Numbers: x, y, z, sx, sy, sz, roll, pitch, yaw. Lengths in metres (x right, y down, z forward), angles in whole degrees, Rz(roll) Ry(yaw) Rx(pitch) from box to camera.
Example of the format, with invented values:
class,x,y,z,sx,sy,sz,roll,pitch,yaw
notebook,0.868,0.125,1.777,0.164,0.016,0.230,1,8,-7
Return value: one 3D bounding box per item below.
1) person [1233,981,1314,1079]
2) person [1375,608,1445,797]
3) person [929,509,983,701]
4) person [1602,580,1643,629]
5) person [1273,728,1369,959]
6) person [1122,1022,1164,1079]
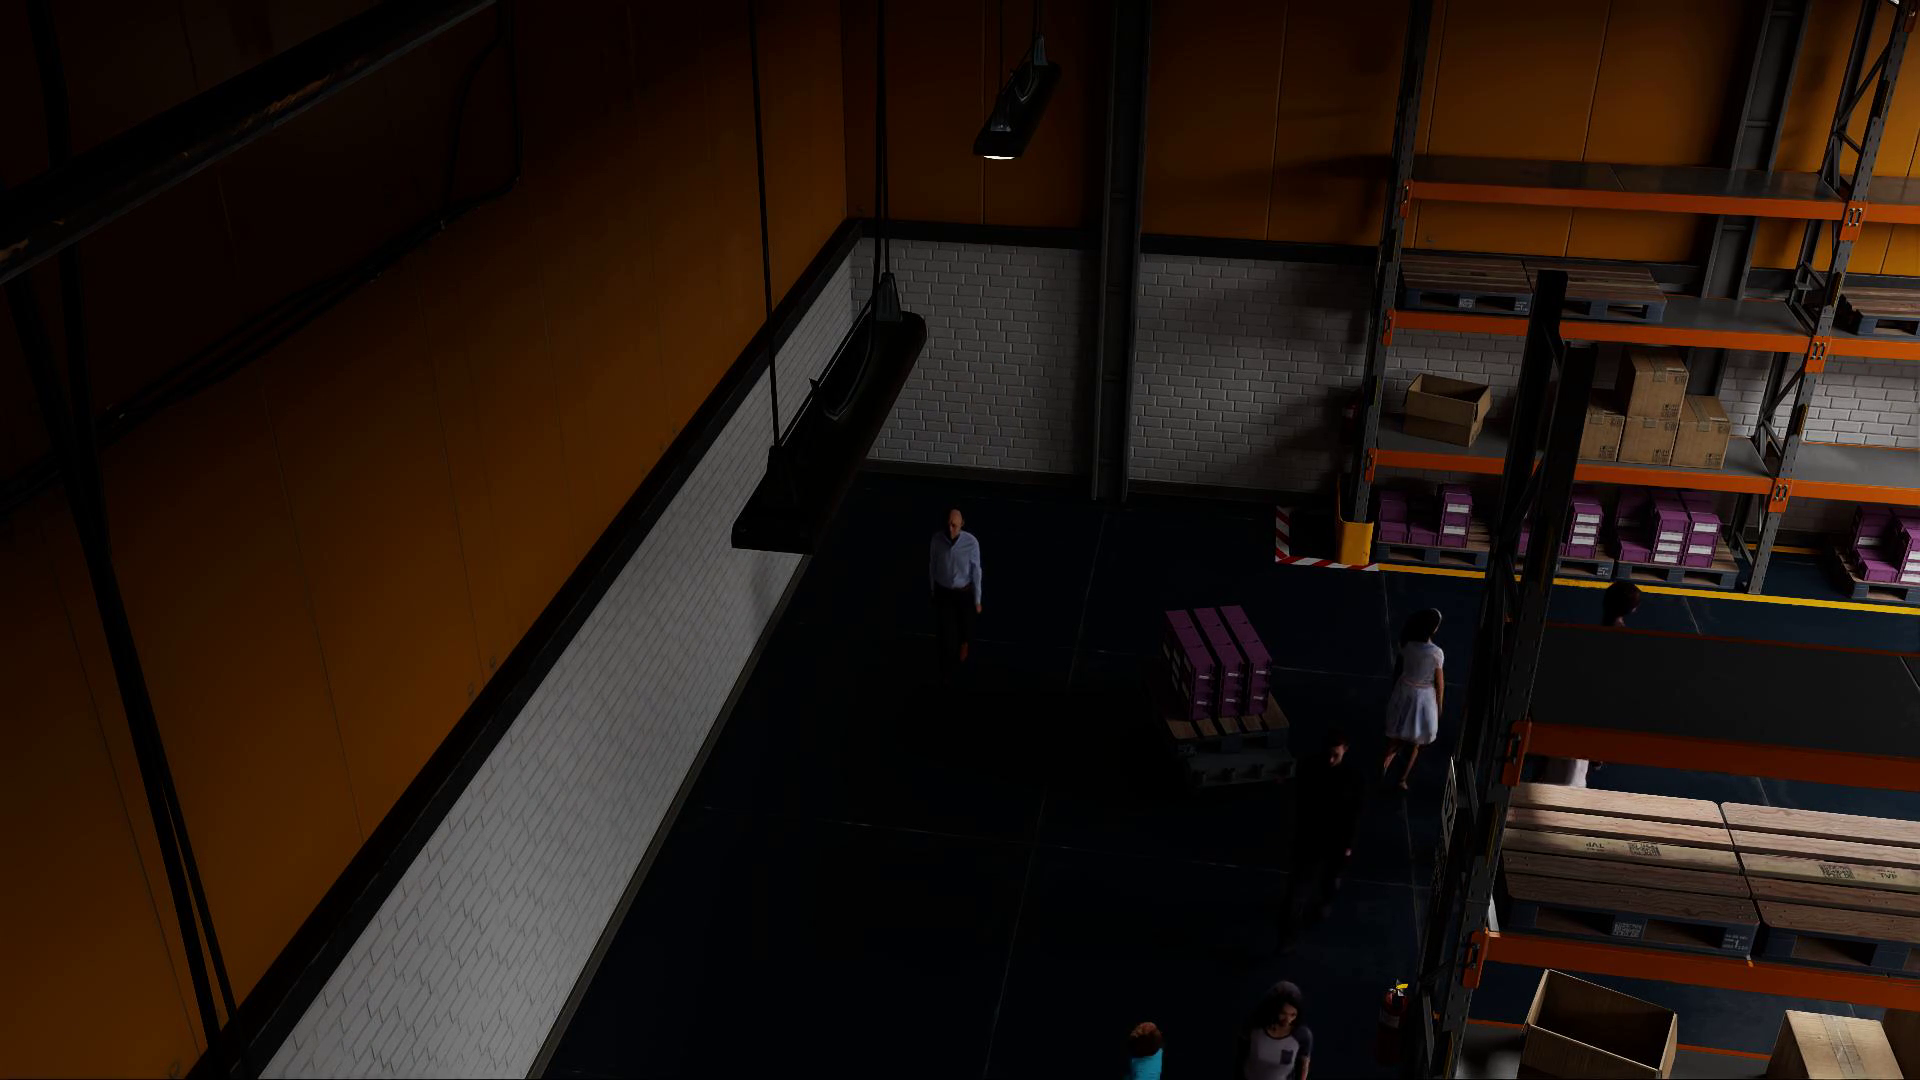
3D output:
class,x,y,z,sx,sy,sz,roll,pitch,yaw
person,1.929,3.295,10.220,0.916,1.671,0.732,8,30,15
person,3.651,1.398,13.568,0.934,1.796,0.968,25,37,38
person,-0.032,0.483,15.284,1.135,1.759,0.742,3,29,6
person,5.353,1.175,14.031,1.053,1.743,0.558,5,29,9
person,2.696,2.121,12.187,1.214,1.848,0.954,12,31,21
person,1.121,3.489,10.135,0.822,1.413,0.740,22,36,35
